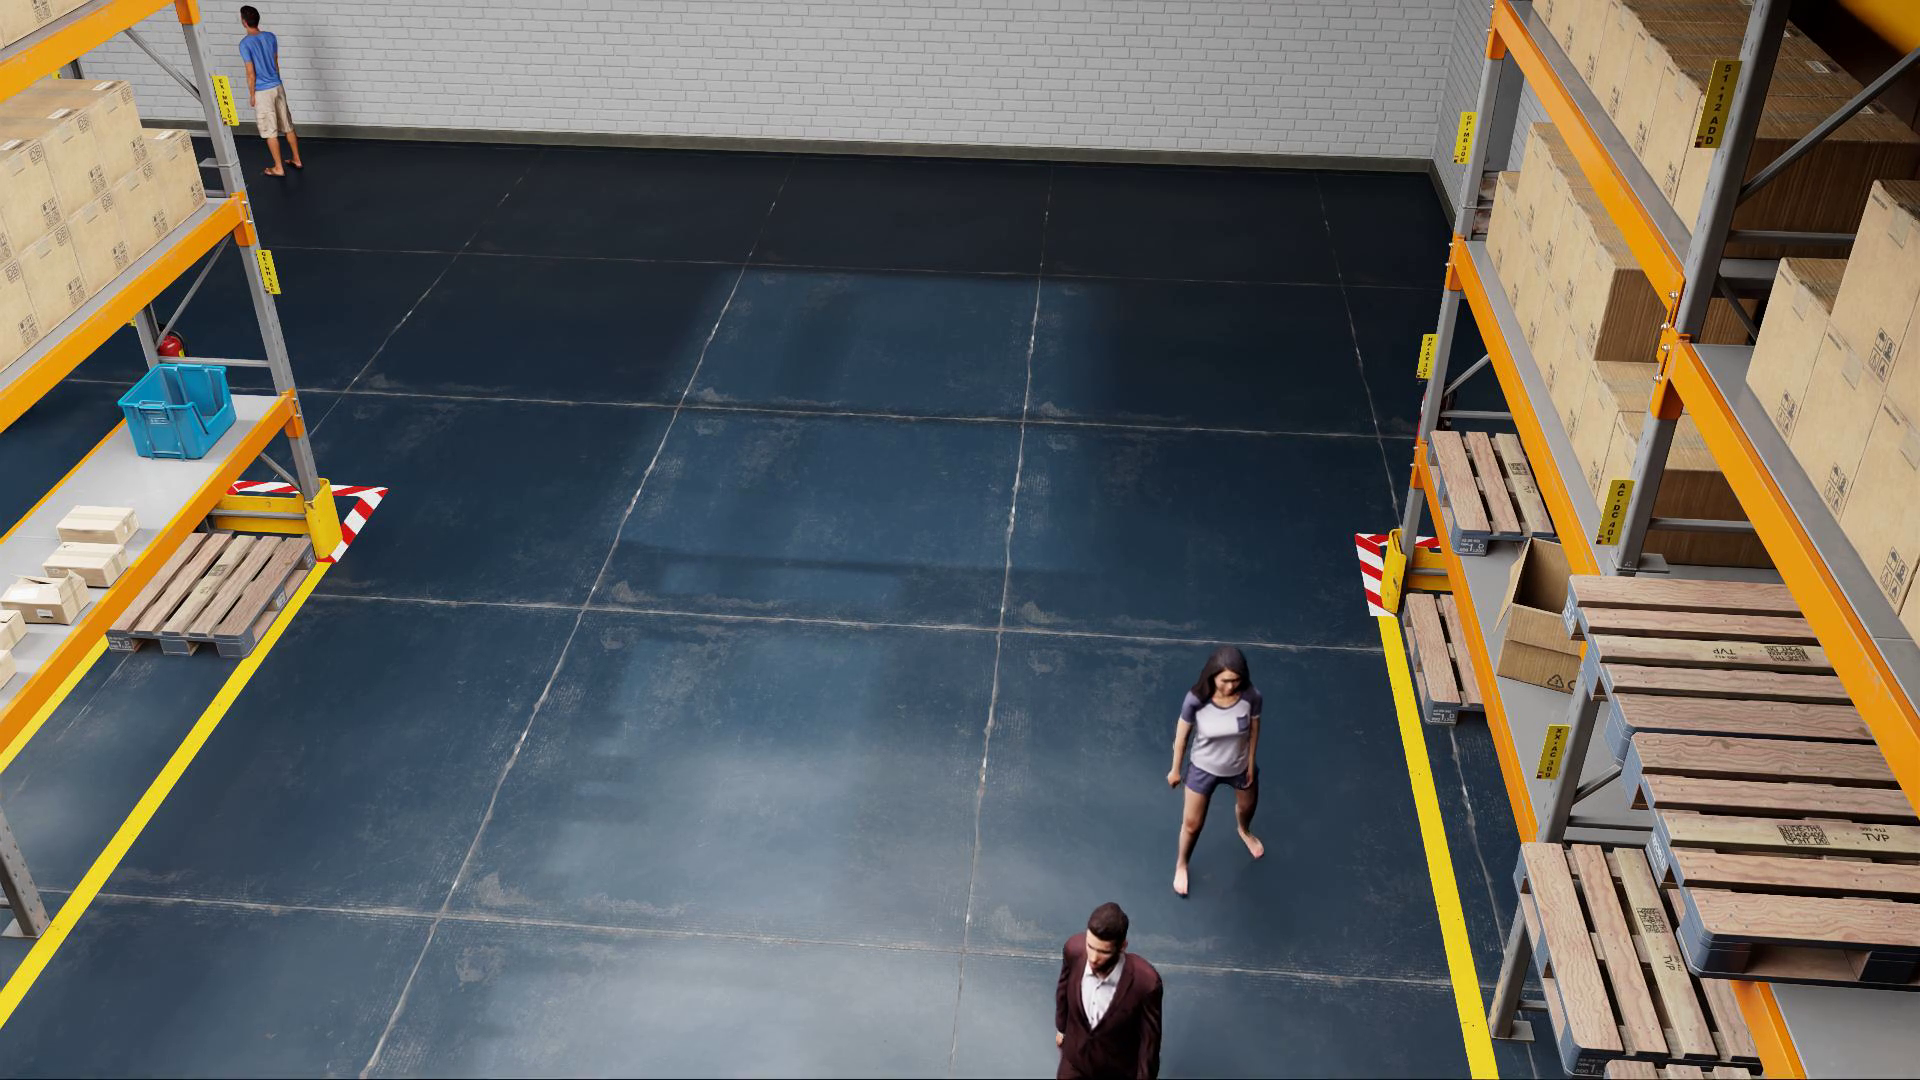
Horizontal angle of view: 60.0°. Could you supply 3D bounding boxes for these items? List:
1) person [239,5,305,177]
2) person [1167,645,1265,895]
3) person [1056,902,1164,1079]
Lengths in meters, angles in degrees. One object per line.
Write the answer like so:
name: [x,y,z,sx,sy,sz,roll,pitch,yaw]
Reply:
person: [-7.728,-5.024,18.580,0.782,1.864,0.643,16,37,23]
person: [1.438,1.250,9.292,0.877,1.697,0.783,-4,34,-6]
person: [0.696,2.313,7.586,1.007,1.814,1.270,16,37,23]
